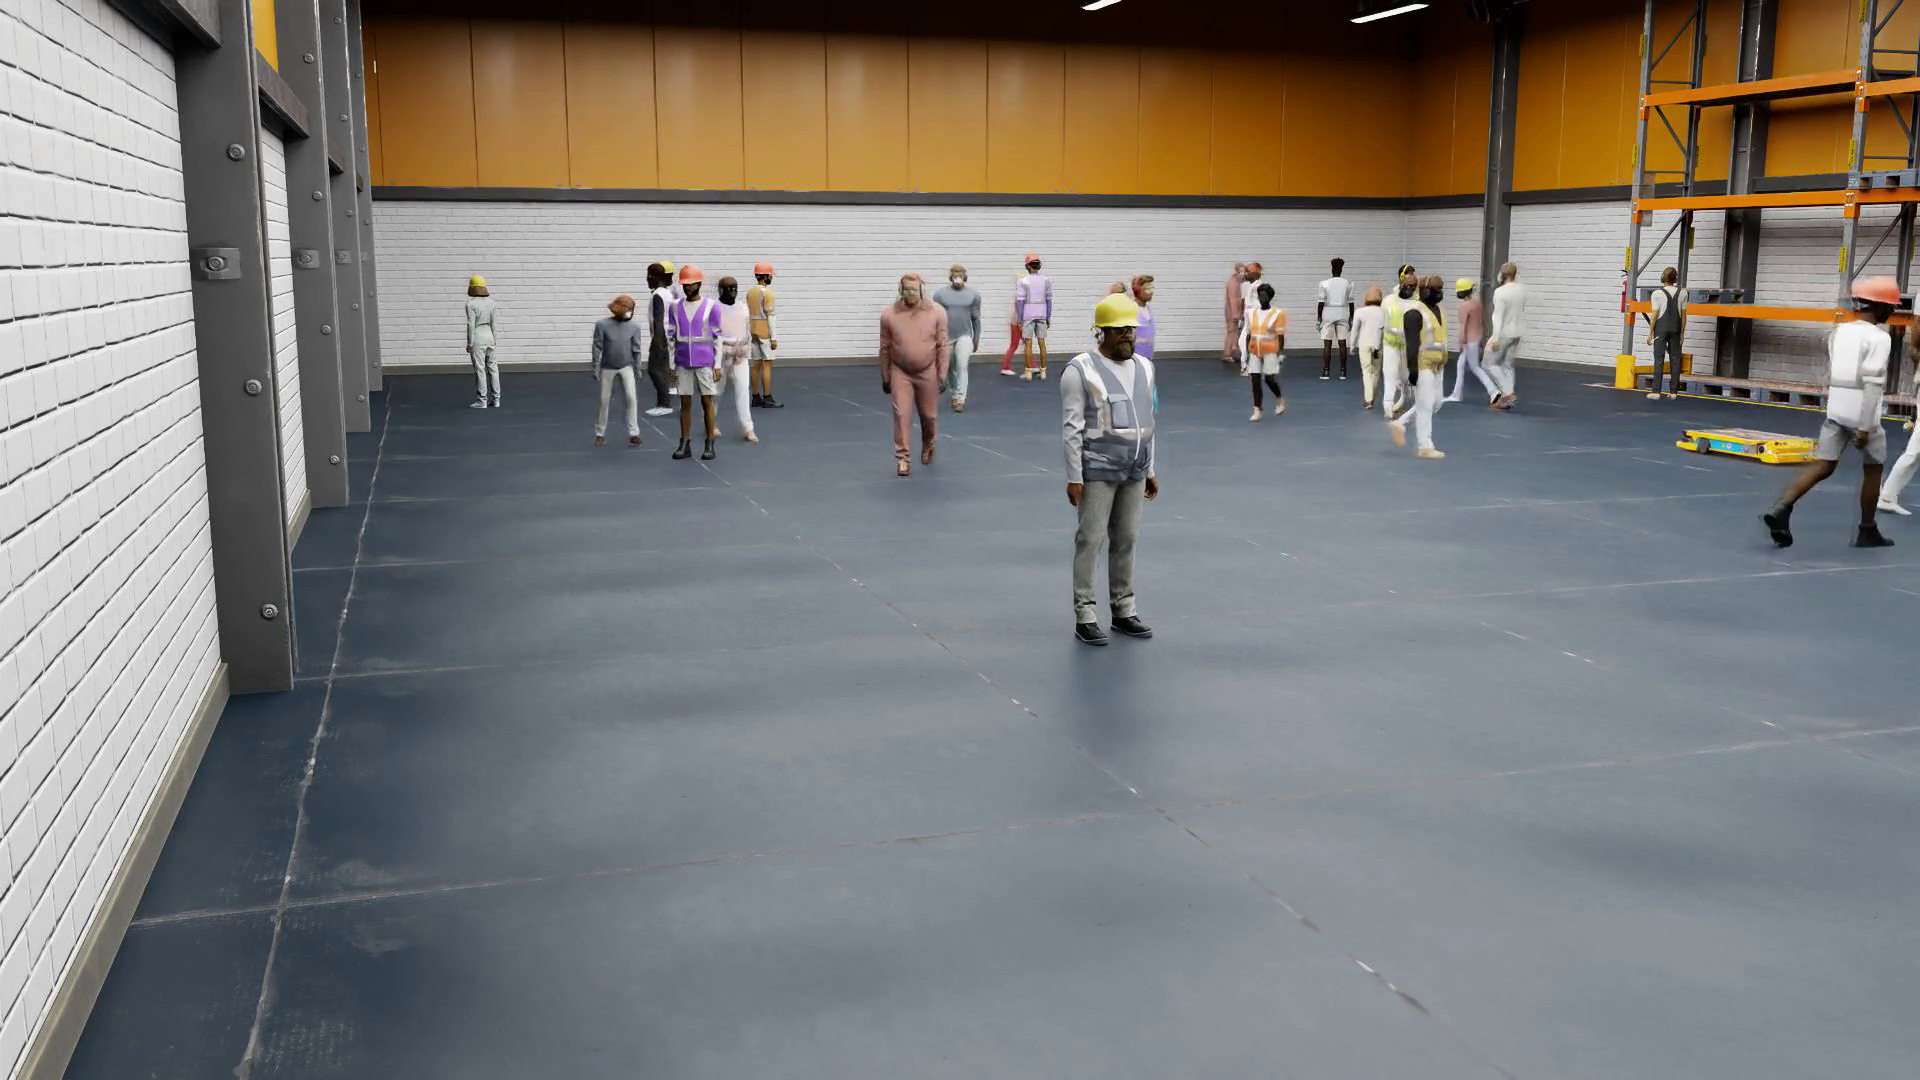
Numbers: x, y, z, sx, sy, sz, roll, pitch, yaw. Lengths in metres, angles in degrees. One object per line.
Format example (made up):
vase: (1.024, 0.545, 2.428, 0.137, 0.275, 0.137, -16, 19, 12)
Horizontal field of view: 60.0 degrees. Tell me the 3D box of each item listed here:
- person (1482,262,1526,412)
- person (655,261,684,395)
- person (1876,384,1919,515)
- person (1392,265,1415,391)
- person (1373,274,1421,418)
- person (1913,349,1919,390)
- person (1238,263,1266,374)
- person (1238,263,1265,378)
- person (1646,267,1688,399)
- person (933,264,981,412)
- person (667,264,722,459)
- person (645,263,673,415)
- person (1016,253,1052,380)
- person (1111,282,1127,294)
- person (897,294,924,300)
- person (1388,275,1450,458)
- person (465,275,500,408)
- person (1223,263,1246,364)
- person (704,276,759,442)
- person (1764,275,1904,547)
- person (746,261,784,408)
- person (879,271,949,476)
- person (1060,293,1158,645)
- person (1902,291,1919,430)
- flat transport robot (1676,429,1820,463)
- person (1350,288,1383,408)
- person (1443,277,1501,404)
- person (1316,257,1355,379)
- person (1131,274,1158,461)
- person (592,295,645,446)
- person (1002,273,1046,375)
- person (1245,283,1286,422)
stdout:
person: (6.980, -2.594, 21.343, 0.649, 1.920, 0.441, -8, 13, -40)
person: (-4.198, -3.057, 24.019, 0.380, 1.922, 0.593, -8, 13, -40)
person: (7.532, -0.945, 12.741, 0.860, 1.592, 0.525, 6, 11, 30)
person: (6.552, -3.133, 24.636, 0.329, 1.865, 0.512, 5, 11, 28)
person: (5.528, -2.431, 20.805, 0.672, 1.793, 0.894, 3, 10, 18)
person: (9.303, -1.573, 15.655, 0.552, 1.844, 0.648, 5, 11, 26)
person: (4.942, -3.715, 27.972, 0.519, 1.877, 0.327, 2, 10, 12)
person: (4.785, -3.573, 27.162, 0.587, 1.863, 0.718, -1, 10, -3)
person: (9.856, -2.877, 23.199, 0.506, 1.847, 0.343, 0, 10, 2)
person: (-0.030, -2.641, 21.684, 0.623, 1.906, 0.979, 1, 10, 7)
person: (-2.628, -1.753, 16.436, 0.552, 1.932, 0.377, 1, 10, 8)
person: (-3.788, -2.531, 20.997, 0.424, 1.917, 0.621, 0, 10, 0)
person: (1.181, -3.591, 26.785, 0.606, 2.039, 0.380, -4, 10, -20)
person: (2.254, -2.913, 24.057, 0.518, 1.626, 0.526, 7, 12, 35)
person: (-0.876, -3.828, 29.346, 0.503, 1.632, 0.289, -3, 10, -15)
person: (4.621, -1.742, 16.710, 0.630, 1.829, 0.635, 9, 13, 43)
person: (-6.340, -2.617, 21.994, 0.319, 1.742, 0.492, 6, 11, 31)
person: (5.063, -4.159, 30.570, 0.533, 1.863, 0.672, 7, 12, 34)
person: (-2.565, -1.985, 18.227, 0.631, 1.802, 0.979, -7, 12, -34)
person: (6.063, -0.863, 11.438, 0.909, 1.903, 0.554, -3, 10, -14)
person: (-2.583, -2.709, 21.966, 0.358, 1.937, 0.549, -8, 13, -40)
person: (-0.426, -1.563, 15.502, 0.659, 1.881, 0.766, 0, 10, -1)
person: (0.806, -0.372, 8.738, 0.599, 1.832, 0.404, -7, 12, -34)
person: (11.241, -2.271, 19.131, 0.682, 2.000, 0.535, 0, 10, 2)
flat transport robot: (7.929, -0.955, 16.631, 0.652, 0.197, 1.431, -3, 10, -15)
person: (5.435, -2.536, 22.000, 0.513, 1.583, 0.869, 1, 10, 6)
person: (6.976, -2.694, 22.525, 0.822, 1.714, 0.551, 6, 12, 32)
person: (6.072, -3.578, 26.911, 0.613, 1.963, 0.361, 0, 10, 1)
person: (1.716, -1.688, 16.337, 0.469, 1.834, 0.587, 5, 11, 27)
person: (-3.614, -1.781, 17.552, 0.537, 1.600, 0.631, -4, 11, -22)
person: (1.056, -3.583, 27.695, 0.779, 1.701, 0.568, 3, 10, 17)
person: (3.723, -2.278, 20.223, 0.534, 1.686, 0.455, 8, 12, 38)
